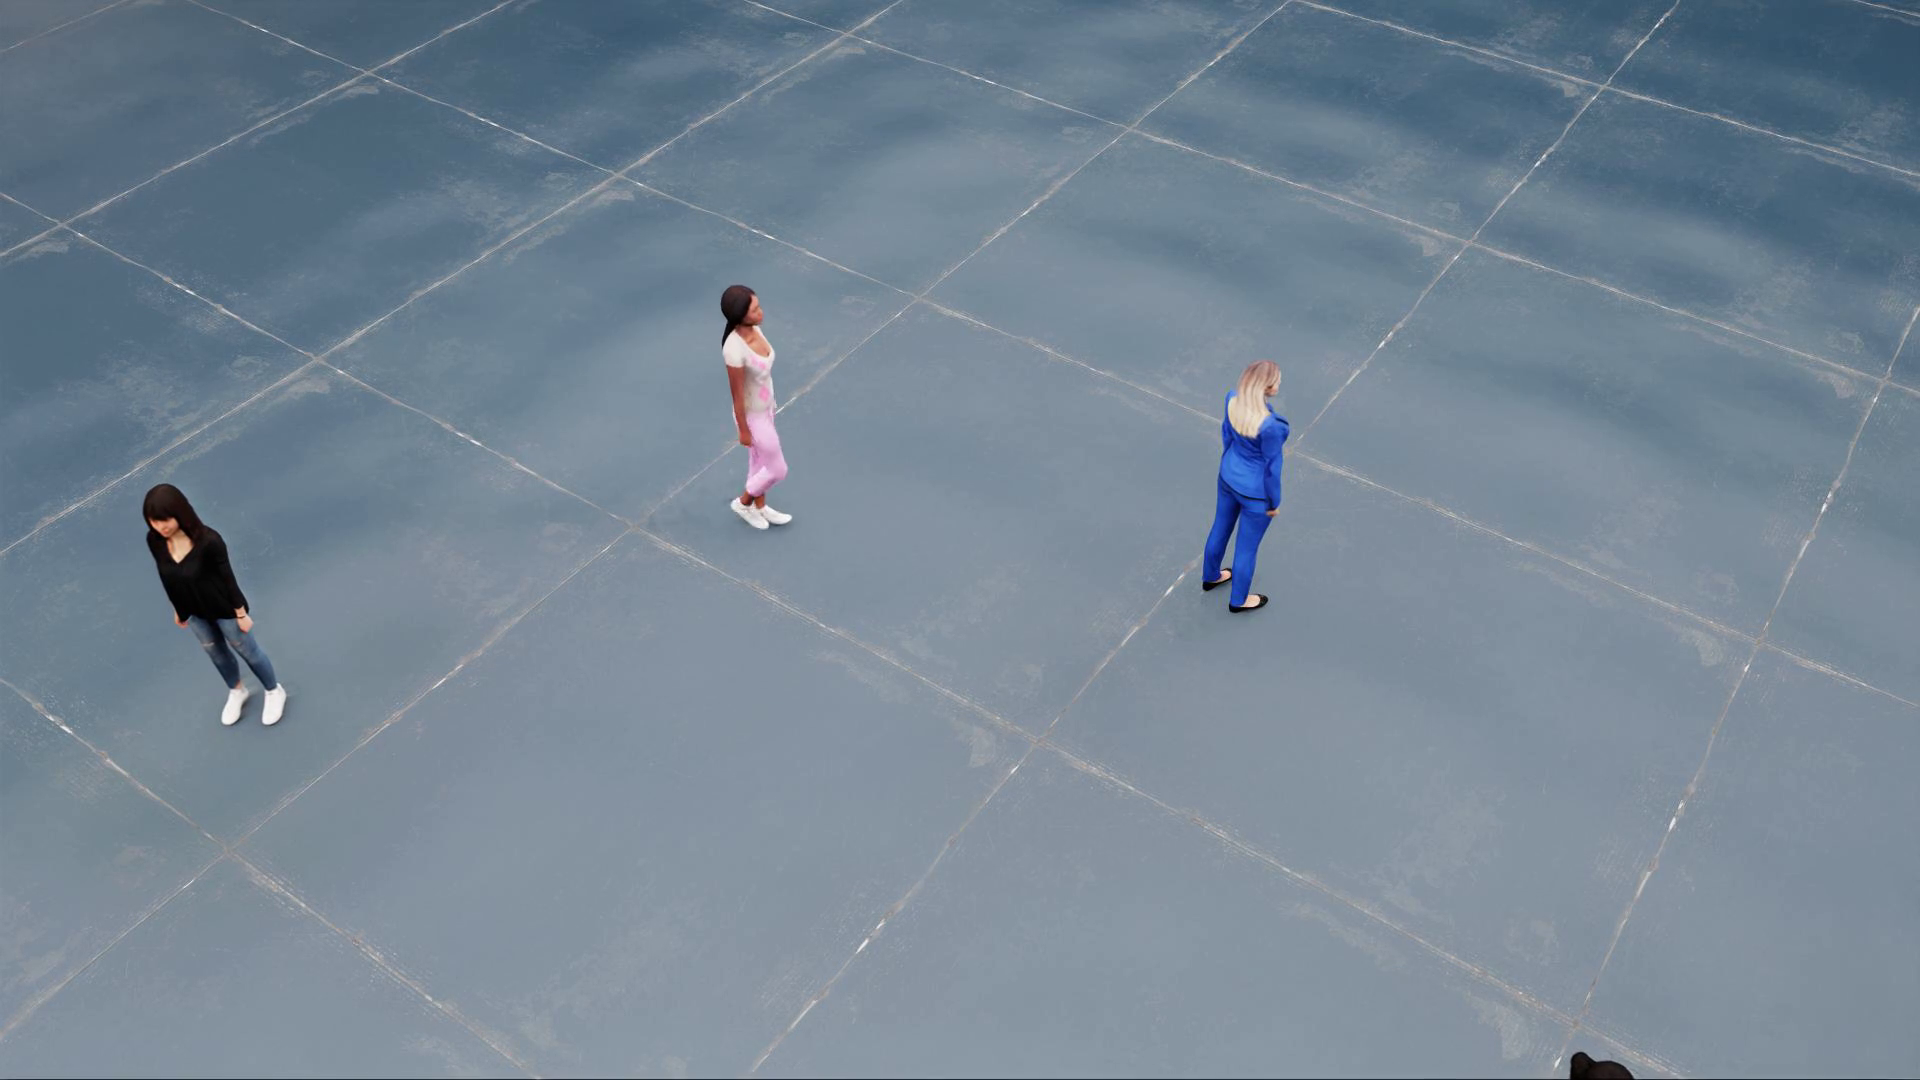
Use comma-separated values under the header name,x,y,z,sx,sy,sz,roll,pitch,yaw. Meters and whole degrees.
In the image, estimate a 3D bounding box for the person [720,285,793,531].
name,x,y,z,sx,sy,sz,roll,pitch,yaw
person,-1.291,-0.748,9.747,0.758,1.736,0.716,6,43,6

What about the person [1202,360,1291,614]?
name,x,y,z,sx,sy,sz,roll,pitch,yaw
person,1.591,-0.296,9.289,0.754,1.699,0.620,-22,47,-22

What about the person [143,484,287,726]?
name,x,y,z,sx,sy,sz,roll,pitch,yaw
person,-3.907,0.322,8.667,0.593,1.645,0.692,4,43,4
